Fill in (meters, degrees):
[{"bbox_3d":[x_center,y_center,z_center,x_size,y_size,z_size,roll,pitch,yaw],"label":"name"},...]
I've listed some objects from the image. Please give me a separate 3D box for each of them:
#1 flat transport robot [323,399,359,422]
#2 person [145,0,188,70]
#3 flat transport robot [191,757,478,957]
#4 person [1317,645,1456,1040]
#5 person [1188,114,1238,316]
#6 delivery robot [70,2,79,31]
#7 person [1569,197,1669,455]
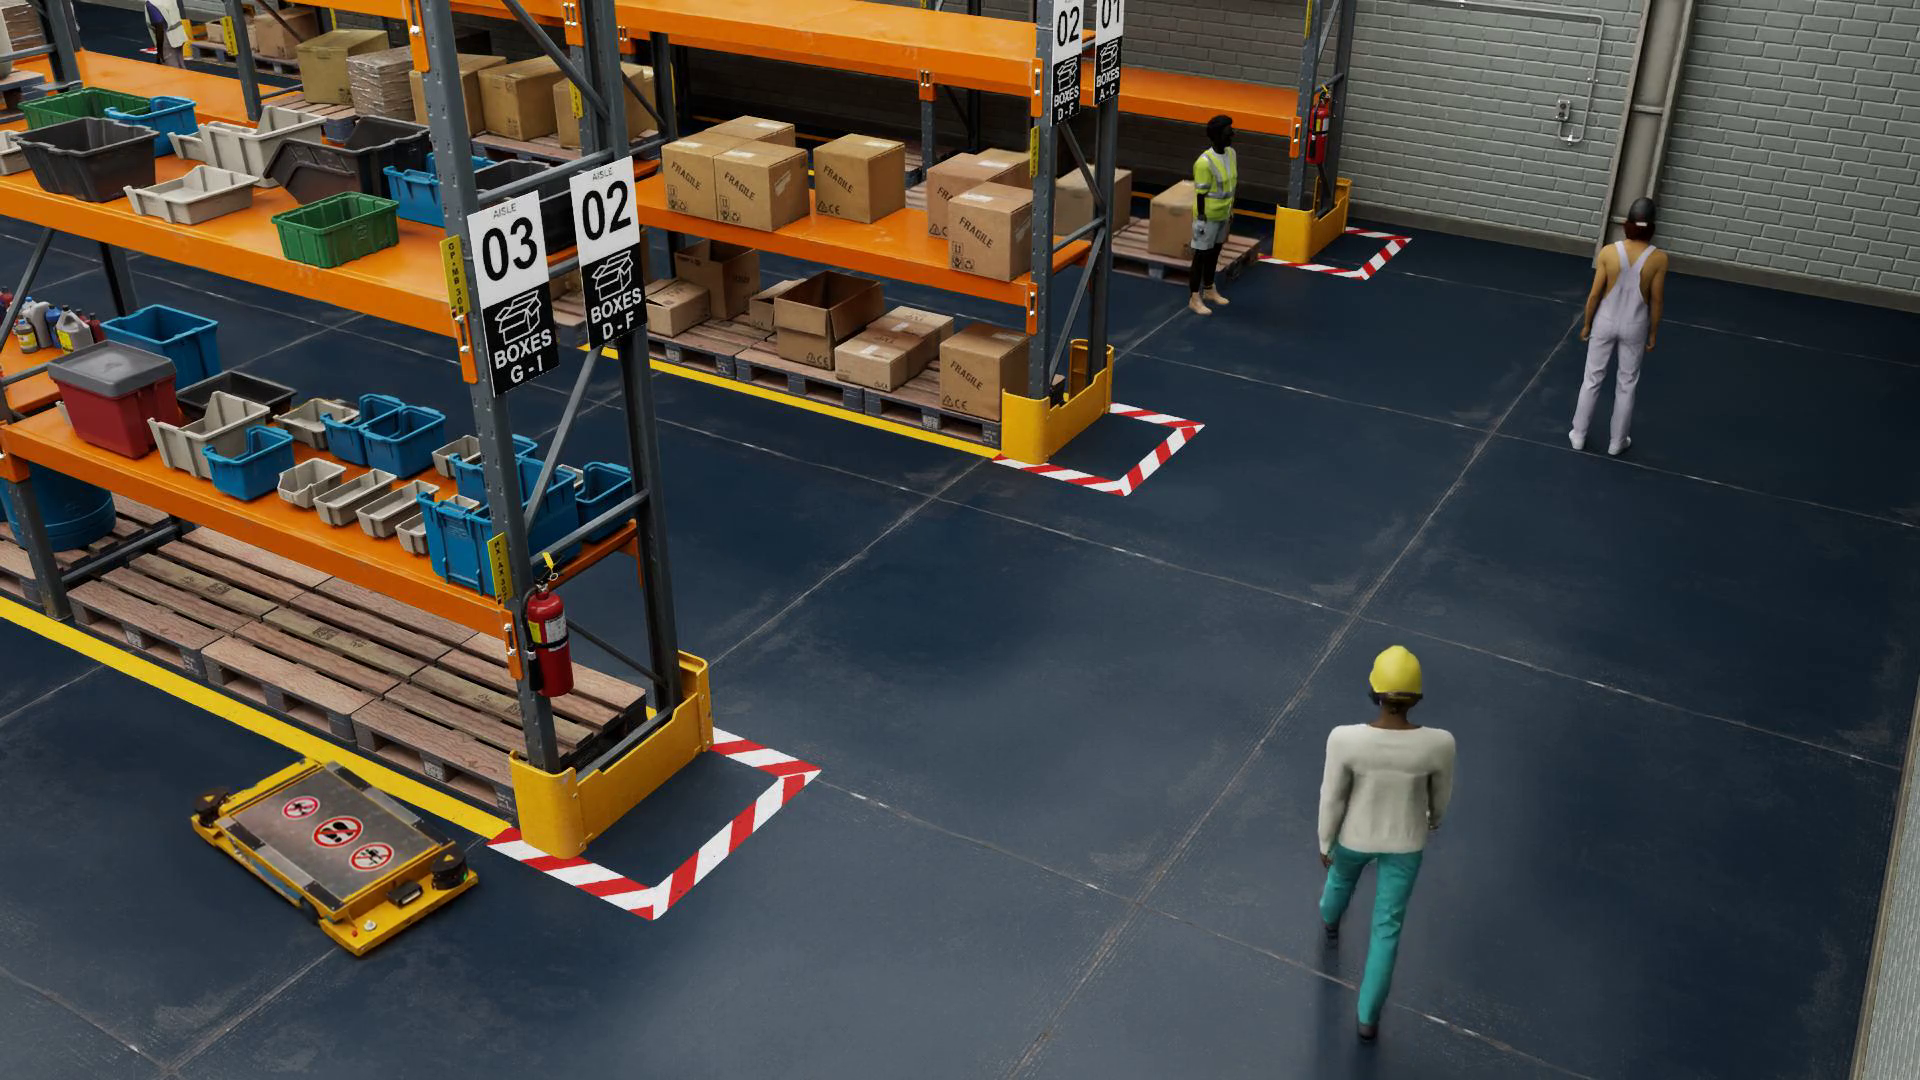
[{"bbox_3d":[-4.401,-0.698,11.885,1.431,0.231,0.659,18,34,30],"label":"flat transport robot"},{"bbox_3d":[-9.167,-5.725,19.287,0.387,1.845,0.566,-1,29,-2],"label":"person"},{"bbox_3d":[-3.033,1.463,8.009,1.431,0.231,0.659,22,36,34],"label":"flat transport robot"},{"bbox_3d":[1.769,1.191,7.009,0.537,1.716,0.919,6,30,10],"label":"person"},{"bbox_3d":[2.156,-2.763,14.120,0.317,1.699,0.538,21,36,33],"label":"person"},{"bbox_3d":[-13.044,-7.450,23.724,0.499,0.611,0.814,15,33,25],"label":"delivery robot"},{"bbox_3d":[4.647,-1.502,11.691,0.515,1.864,0.364,12,31,21],"label":"person"}]
